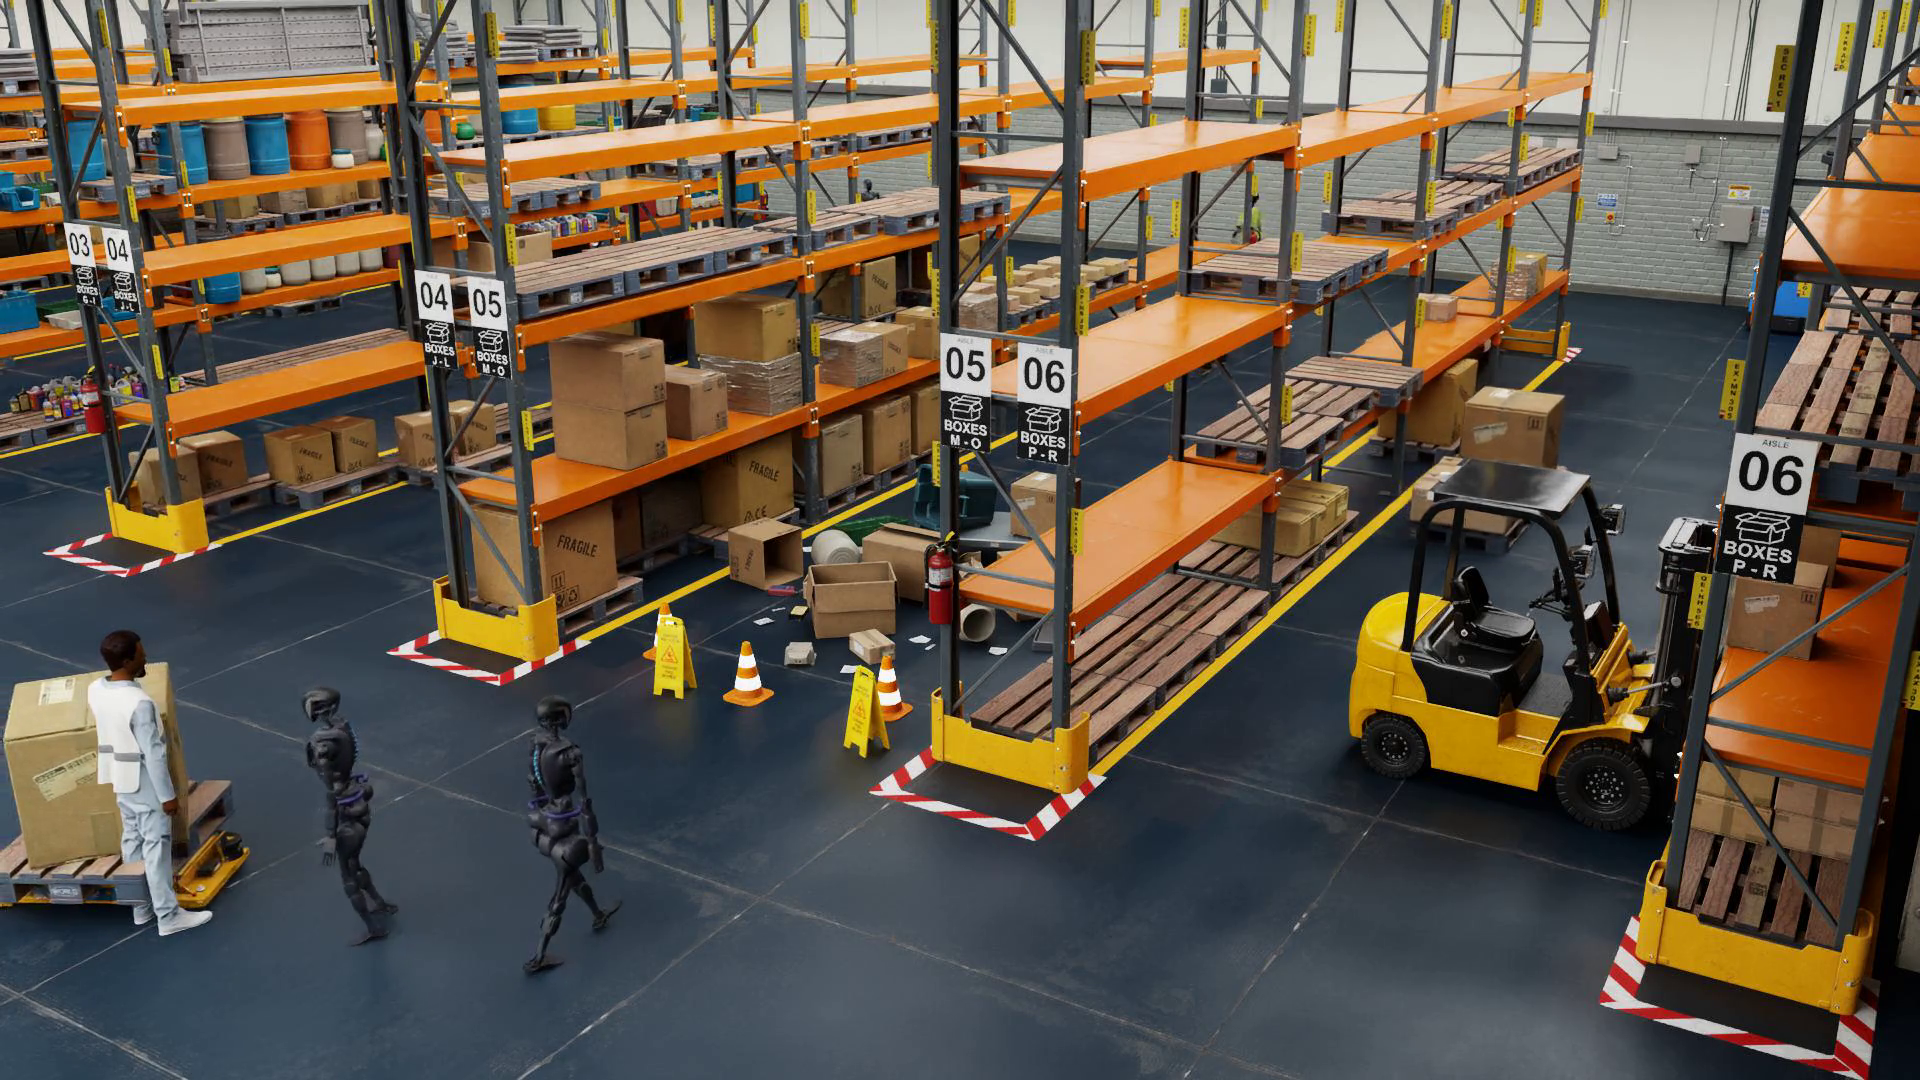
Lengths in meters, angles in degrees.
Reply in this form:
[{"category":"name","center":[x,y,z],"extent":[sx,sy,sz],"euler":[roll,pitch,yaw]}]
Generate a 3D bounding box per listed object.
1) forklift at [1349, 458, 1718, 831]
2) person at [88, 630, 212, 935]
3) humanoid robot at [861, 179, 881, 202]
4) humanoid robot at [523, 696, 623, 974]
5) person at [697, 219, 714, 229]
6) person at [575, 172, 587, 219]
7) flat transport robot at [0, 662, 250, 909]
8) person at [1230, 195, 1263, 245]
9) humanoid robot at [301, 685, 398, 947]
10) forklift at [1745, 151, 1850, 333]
[{"category":"forklift","center":[3.988,0.658,11.776],"extent":[2.313,2.155,1.214],"euler":[11,22,29]},{"category":"person","center":[-4.892,1.445,9.914],"extent":[0.587,1.920,0.391],"euler":[13,23,33]},{"category":"humanoid robot","center":[-1.735,-6.193,32.362],"extent":[0.610,1.652,0.336],"euler":[-10,22,-27]},{"category":"humanoid robot","center":[-2.292,1.666,9.698],"extent":[0.601,1.623,0.780],"euler":[16,25,39]},{"category":"person","center":[-5.336,-6.999,34.685],"extent":[0.478,1.685,0.351],"euler":[-6,20,-17]},{"category":"person","center":[-8.264,-7.519,36.013],"extent":[0.400,1.789,0.547],"euler":[7,20,19]},{"category":"flat transport robot","center":[-5.363,2.084,10.588],"extent":[1.431,0.231,0.659],"euler":[0,19,1]},{"category":"person","center":[5.212,-5.514,30.410],"extent":[0.564,1.670,0.527],"euler":[-16,25,-39]},{"category":"humanoid robot","center":[-3.614,1.621,9.793],"extent":[0.350,1.643,0.597],"euler":[-4,19,-11]},{"category":"forklift","center":[13.620,-4.667,26.137],"extent":[1.873,2.768,1.129],"euler":[11,22,29]}]
